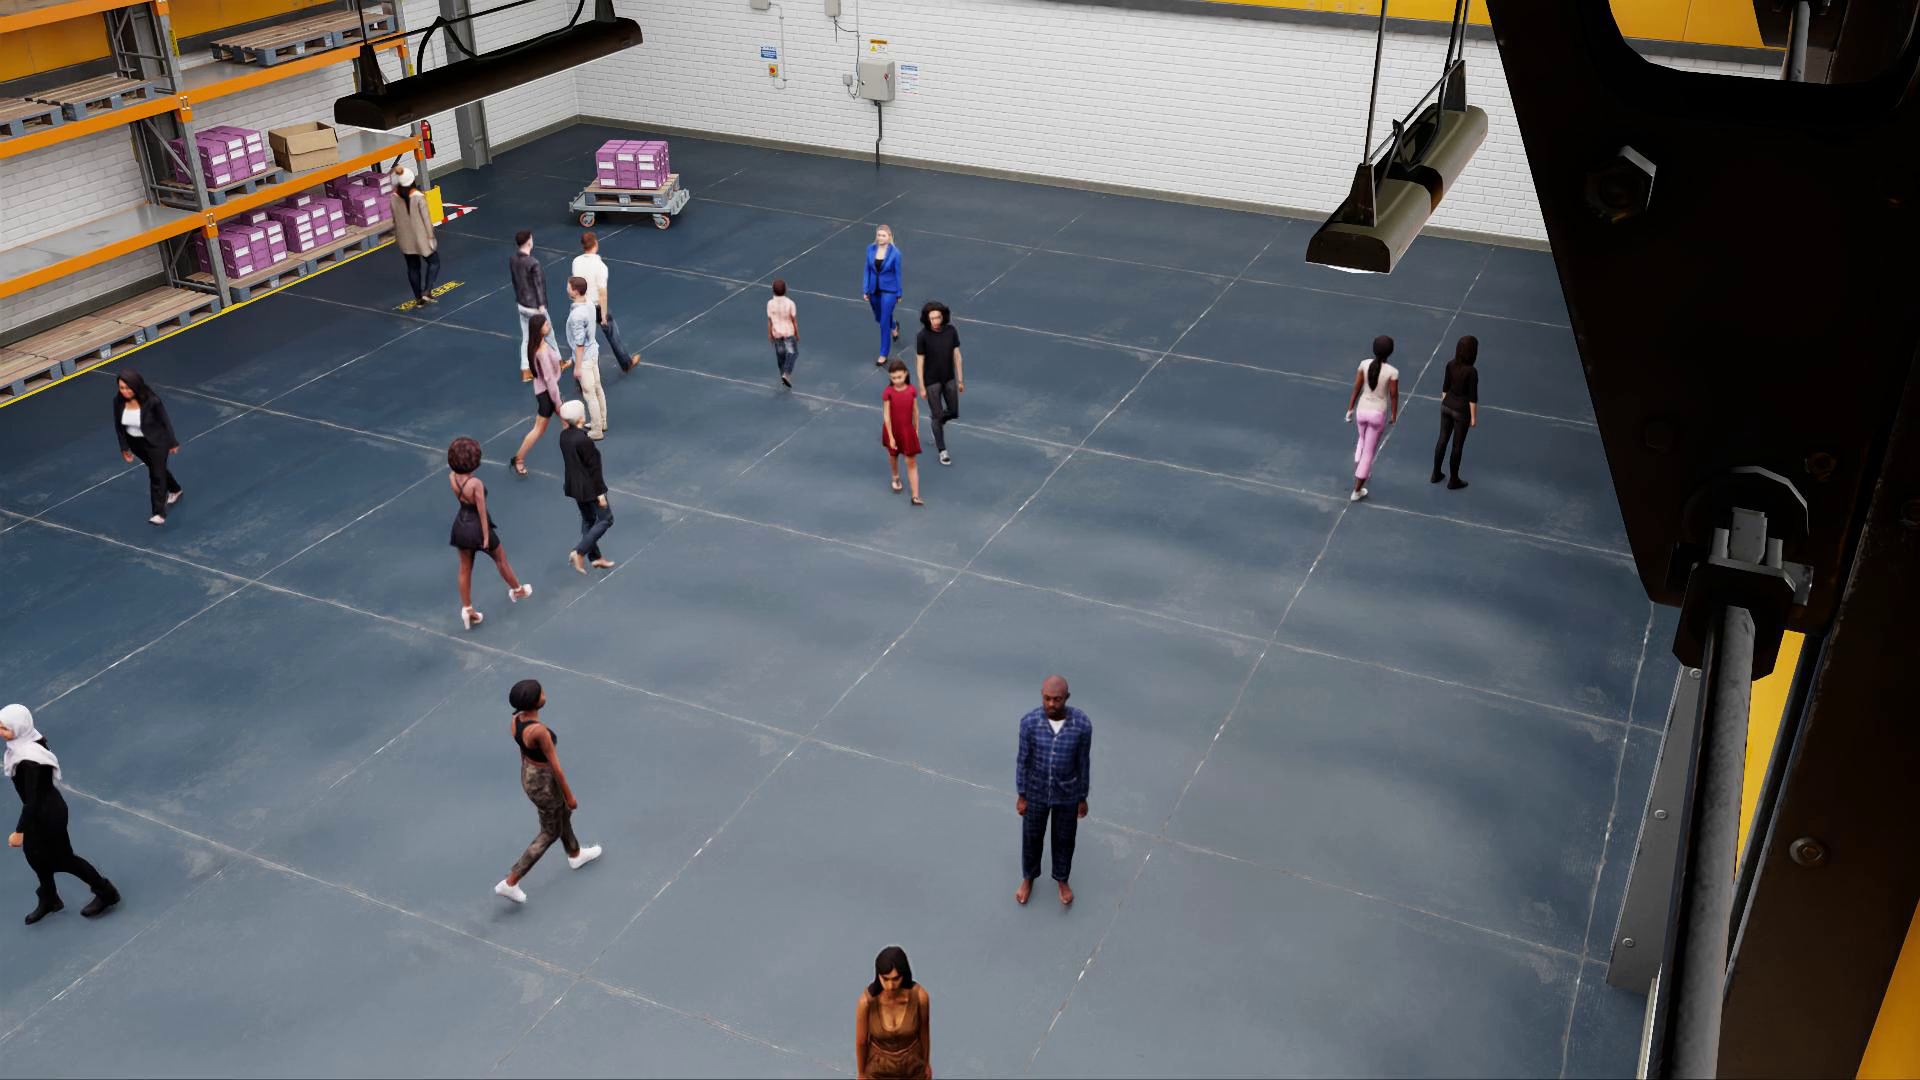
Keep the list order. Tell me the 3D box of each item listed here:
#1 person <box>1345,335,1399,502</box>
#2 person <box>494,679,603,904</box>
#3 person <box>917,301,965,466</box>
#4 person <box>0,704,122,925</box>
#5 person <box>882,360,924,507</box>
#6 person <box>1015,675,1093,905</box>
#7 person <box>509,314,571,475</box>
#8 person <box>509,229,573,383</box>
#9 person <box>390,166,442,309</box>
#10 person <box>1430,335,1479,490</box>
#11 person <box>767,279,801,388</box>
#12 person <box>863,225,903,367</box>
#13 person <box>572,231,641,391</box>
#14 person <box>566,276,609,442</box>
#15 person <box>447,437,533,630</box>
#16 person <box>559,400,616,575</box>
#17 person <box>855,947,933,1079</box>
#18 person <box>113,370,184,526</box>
[{"bbox_3d":[4.097,-1.202,16.736,0.730,1.720,0.890,22,36,35],"label":"person"},{"bbox_3d":[-2.908,1.733,11.404,1.162,1.673,0.915,-21,35,-34],"label":"person"},{"bbox_3d":[-0.238,-1.720,17.587,0.934,1.813,0.990,-14,32,-24],"label":"person"},{"bbox_3d":[-6.026,1.833,11.136,0.945,1.754,0.834,-17,33,-29],"label":"person"},{"bbox_3d":[-0.633,-1.127,16.826,0.999,1.501,1.122,-8,30,-14],"label":"person"},{"bbox_3d":[0.627,1.684,11.341,0.740,1.818,0.722,1,29,2],"label":"person"},{"bbox_3d":[-4.339,-1.433,17.106,1.152,1.770,1.113,-9,30,-16],"label":"person"},{"bbox_3d":[-5.044,-2.695,19.378,0.732,1.810,0.979,16,33,27],"label":"person"},{"bbox_3d":[-7.091,-3.890,21.493,0.788,1.883,0.792,4,29,7],"label":"person"},{"bbox_3d":[5.083,-1.319,17.030,0.643,1.642,0.641,-20,34,-32],"label":"person"},{"bbox_3d":[-2.058,-2.394,19.360,0.654,1.298,0.819,3,29,5],"label":"person"},{"bbox_3d":[-0.890,-3.000,20.076,0.645,1.677,1.055,11,30,19],"label":"person"},{"bbox_3d":[-4.326,-2.608,19.235,0.704,1.795,1.183,15,32,26],"label":"person"},{"bbox_3d":[-4.051,-1.980,18.030,0.776,1.847,0.612,3,29,5],"label":"person"},{"bbox_3d":[-4.309,-0.018,14.521,0.569,1.761,0.956,14,31,24],"label":"person"},{"bbox_3d":[-3.450,-0.431,15.236,0.874,1.774,0.889,-23,36,-36],"label":"person"},{"bbox_3d":[-0.362,2.915,9.219,0.651,1.689,0.674,-4,29,-8],"label":"person"},{"bbox_3d":[-8.006,-0.974,16.488,0.928,1.557,1.207,0,29,-1],"label":"person"}]
